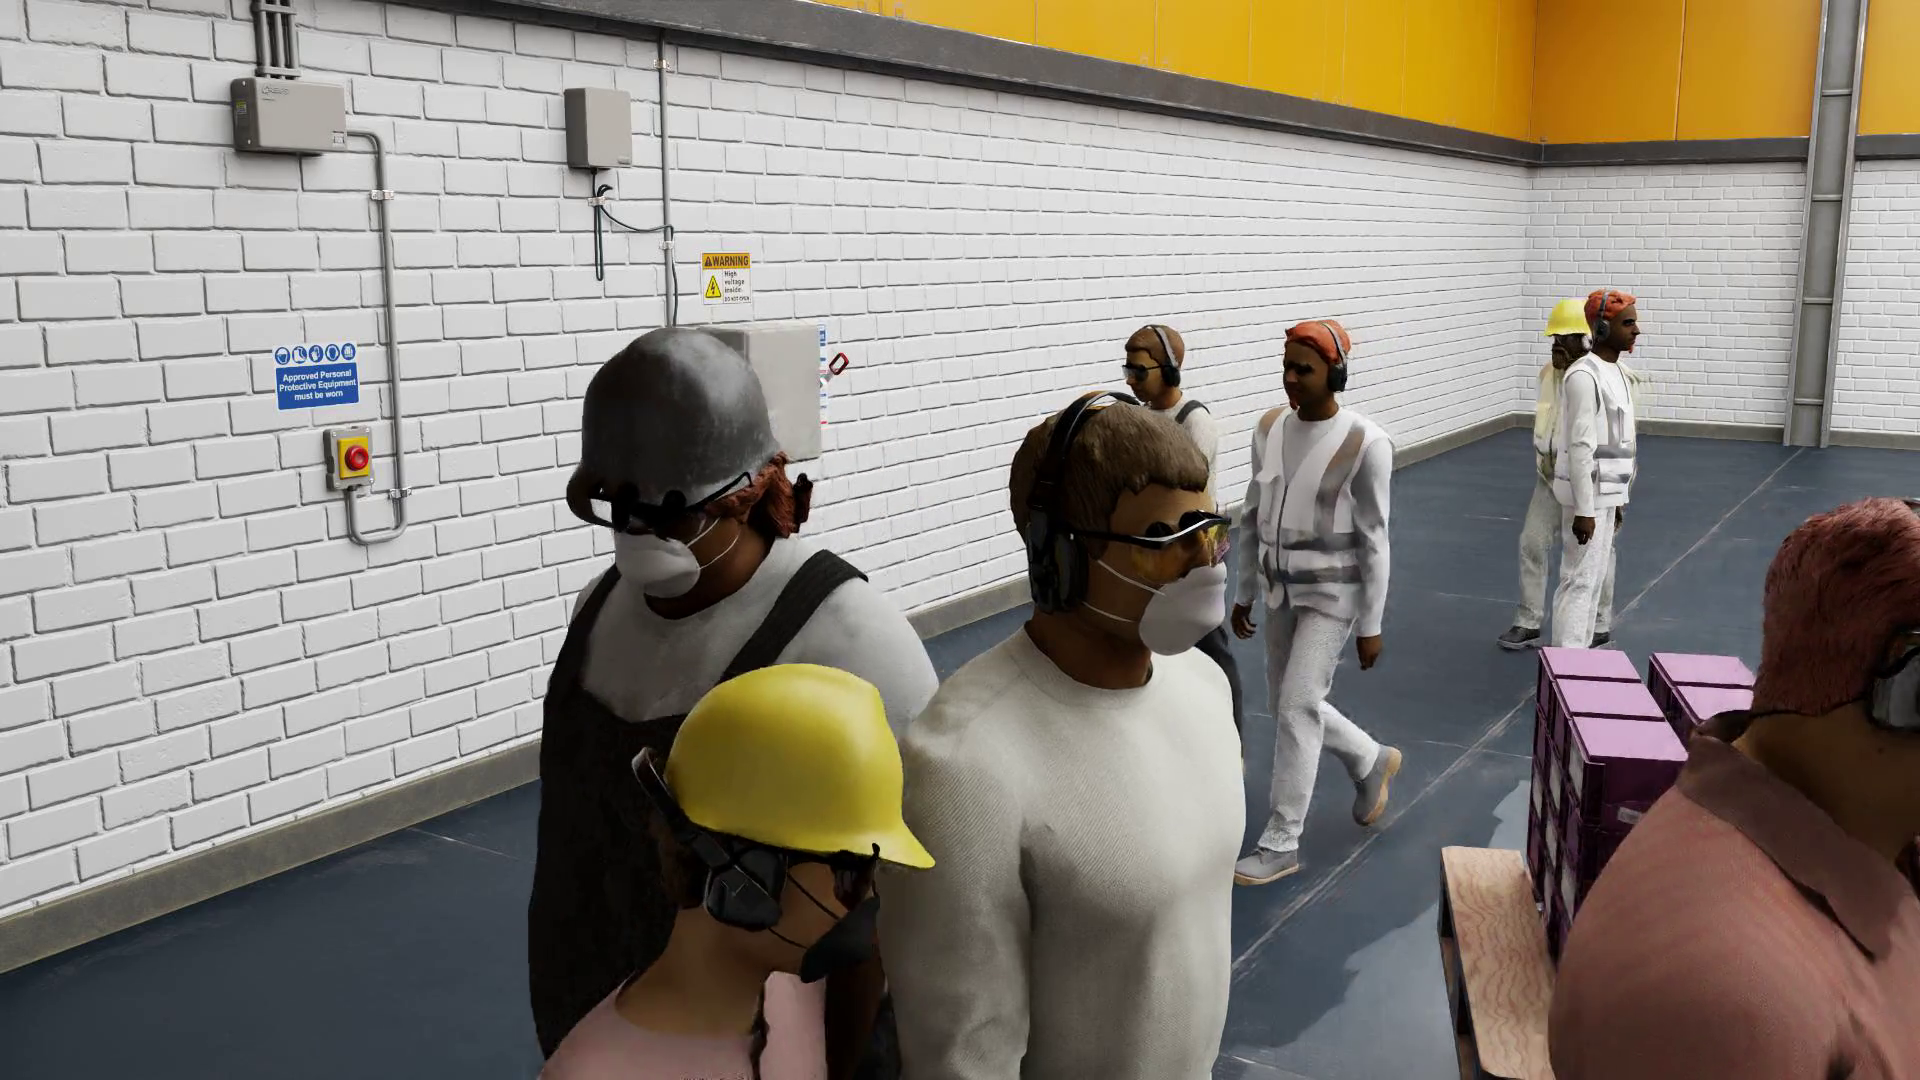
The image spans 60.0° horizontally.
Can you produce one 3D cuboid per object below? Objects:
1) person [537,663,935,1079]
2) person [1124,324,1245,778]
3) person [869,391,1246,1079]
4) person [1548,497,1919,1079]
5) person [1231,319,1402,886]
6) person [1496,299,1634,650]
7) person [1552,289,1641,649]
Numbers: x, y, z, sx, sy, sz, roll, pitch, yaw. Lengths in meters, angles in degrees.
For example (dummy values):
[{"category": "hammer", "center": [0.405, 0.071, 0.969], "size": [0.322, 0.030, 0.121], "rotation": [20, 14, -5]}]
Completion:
[{"category": "person", "center": [-0.244, 0.962, 1.657], "size": [0.747, 1.706, 0.543], "rotation": [4, 11, 23]}, {"category": "person", "center": [0.728, 0.099, 6.191], "size": [0.959, 1.785, 0.523], "rotation": [-6, 12, -30]}, {"category": "person", "center": [0.152, 0.792, 1.963], "size": [0.372, 1.940, 0.629], "rotation": [6, 12, 32]}, {"category": "person", "center": [0.674, 0.887, 1.611], "size": [0.621, 1.883, 0.769], "rotation": [8, 13, 37]}, {"category": "person", "center": [1.223, 0.190, 5.553], "size": [0.786, 1.860, 0.584], "rotation": [-6, 12, -32]}, {"category": "person", "center": [3.050, -0.300, 8.389], "size": [0.722, 1.802, 0.622], "rotation": [-6, 12, -30]}, {"category": "person", "center": [2.865, -0.178, 7.493], "size": [0.355, 1.882, 0.575], "rotation": [6, 12, 32]}]
